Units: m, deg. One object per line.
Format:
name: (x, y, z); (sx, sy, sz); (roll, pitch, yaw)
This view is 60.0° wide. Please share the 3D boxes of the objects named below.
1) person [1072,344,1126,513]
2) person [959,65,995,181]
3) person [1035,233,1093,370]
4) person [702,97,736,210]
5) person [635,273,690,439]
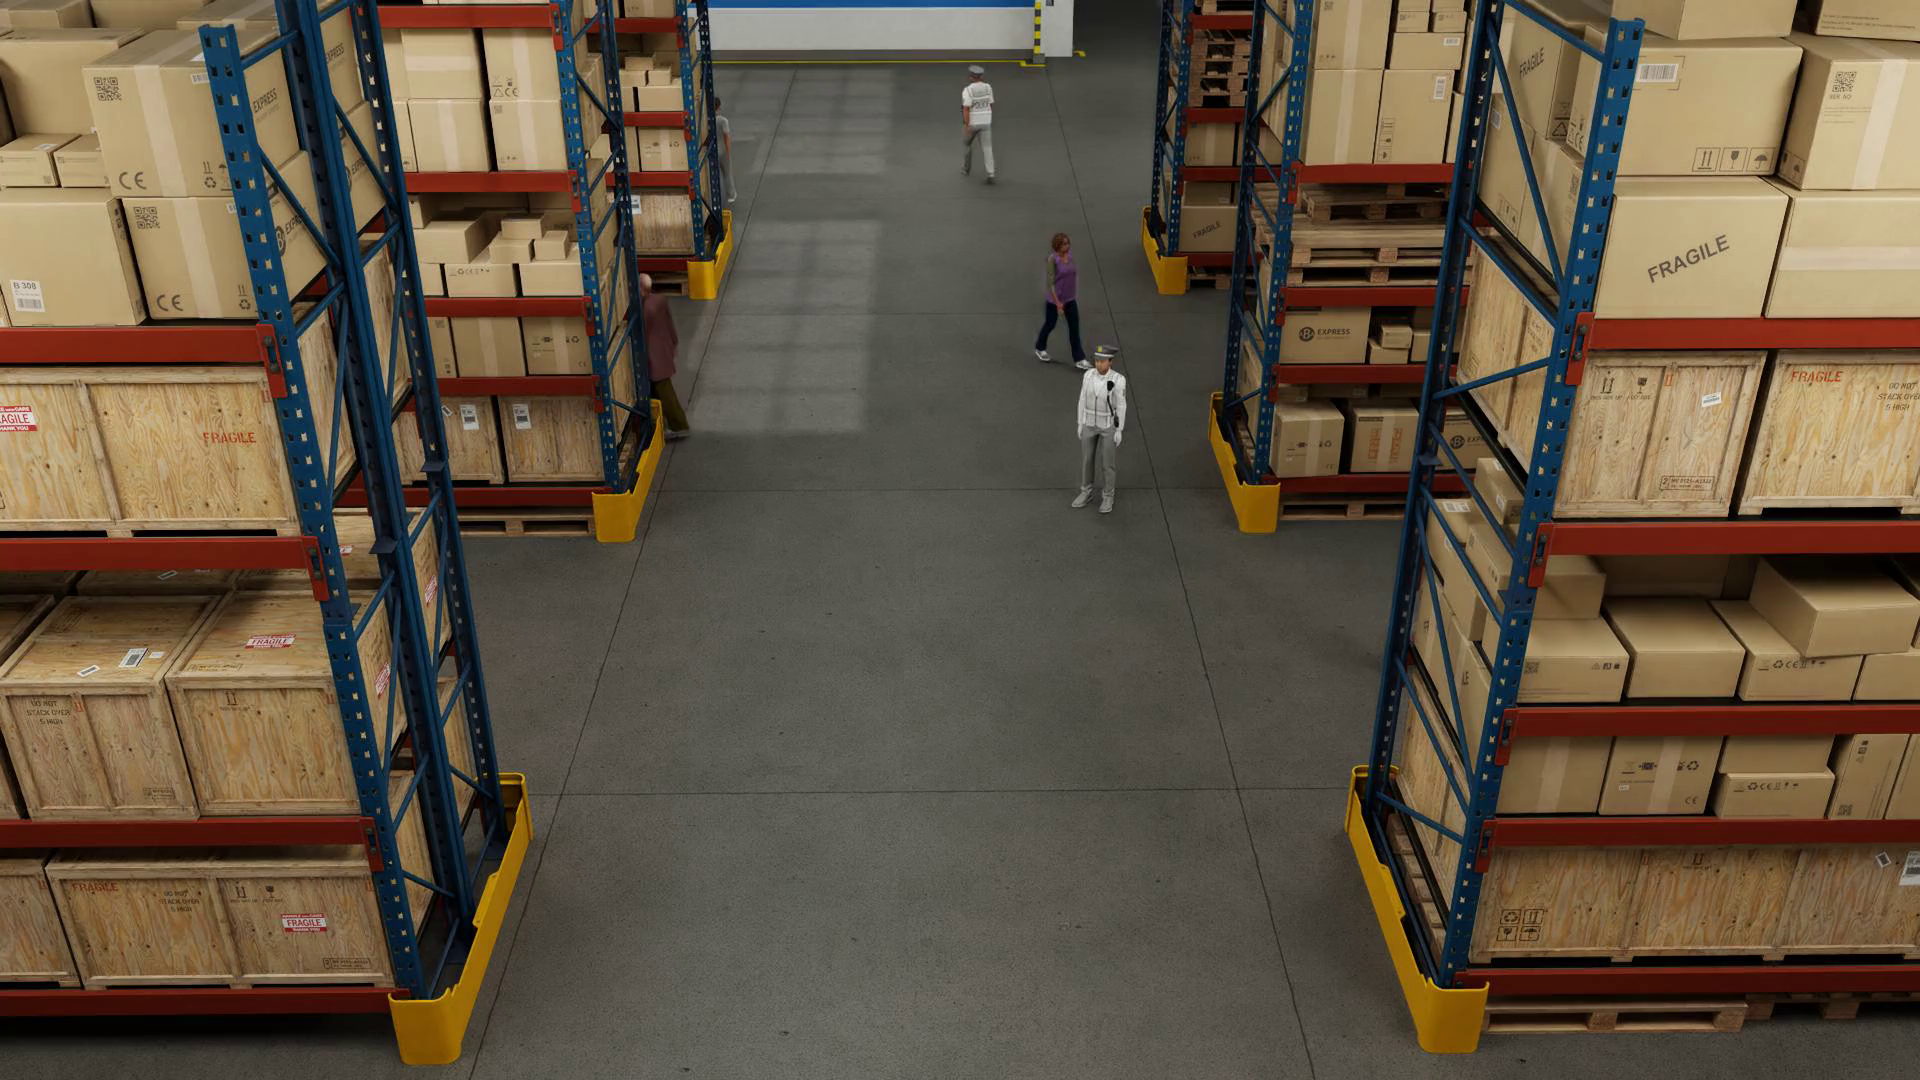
person: (1.347, -1.090, 16.023); (0.465, 1.687, 0.357); (12, 31, 22)
person: (0.285, -6.562, 26.145); (0.534, 1.728, 0.972); (-9, 29, -16)
person: (1.205, -2.762, 19.229); (0.424, 1.566, 0.831); (-19, 33, -31)
person: (-3.611, -5.805, 24.813); (0.448, 1.653, 0.810); (2, 28, 4)
person: (-3.259, -1.975, 17.548); (0.828, 1.755, 0.623); (8, 29, 15)
